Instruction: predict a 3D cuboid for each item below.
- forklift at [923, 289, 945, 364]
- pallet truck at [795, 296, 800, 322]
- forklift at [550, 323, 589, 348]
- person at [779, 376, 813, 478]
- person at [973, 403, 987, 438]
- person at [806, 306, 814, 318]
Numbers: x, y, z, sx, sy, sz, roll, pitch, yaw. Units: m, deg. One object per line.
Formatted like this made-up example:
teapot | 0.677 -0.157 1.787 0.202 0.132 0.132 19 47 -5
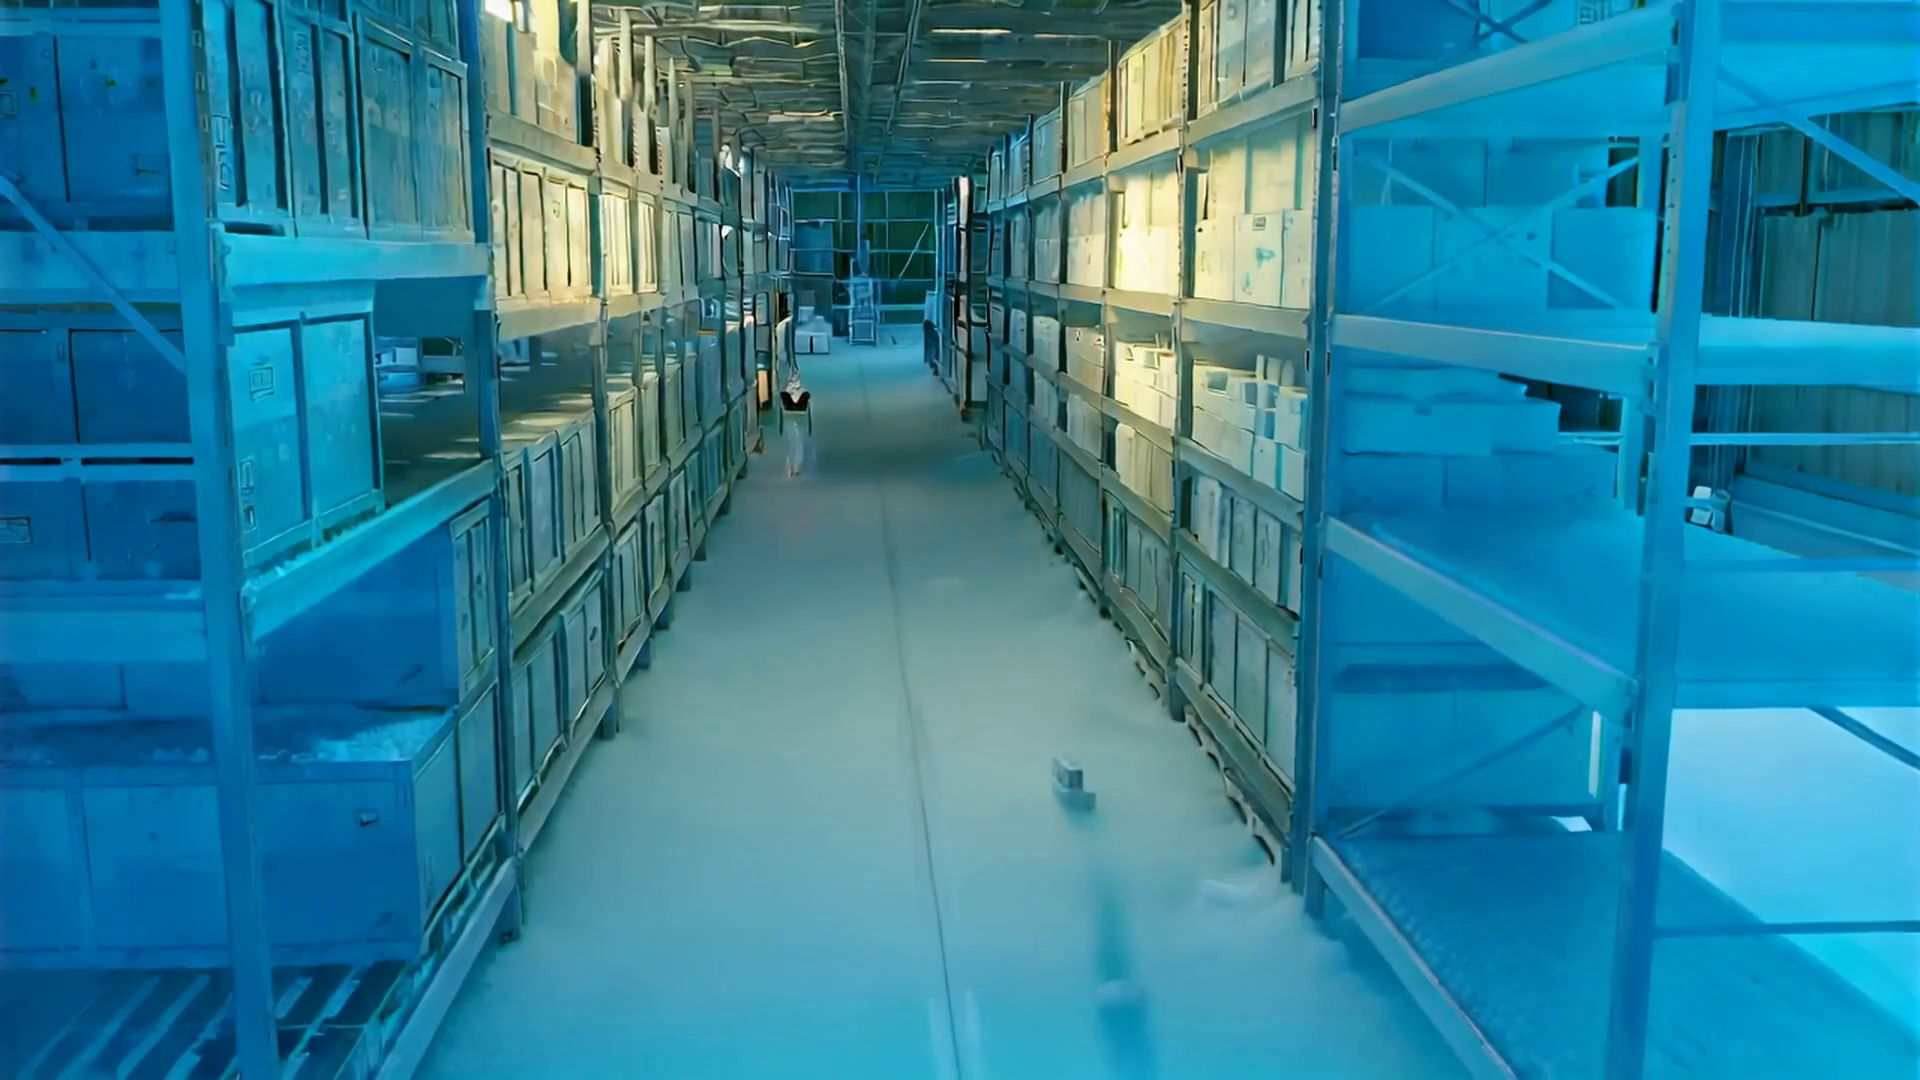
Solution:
forklift | -0.811 -8.126 63.010 1.129 2.768 1.873 -1 10 -3
pallet truck | -8.622 -12.439 91.403 1.885 1.965 0.823 2 10 13
forklift | -8.937 -3.979 38.233 1.129 2.768 1.873 -1 10 -4
person | -2.925 -2.006 29.632 0.599 1.803 0.909 -1 10 -5
person | 0.681 -3.011 35.491 0.970 1.856 0.655 2 10 13
person | -6.526 -9.279 72.757 0.403 1.921 0.555 -8 12 -40
